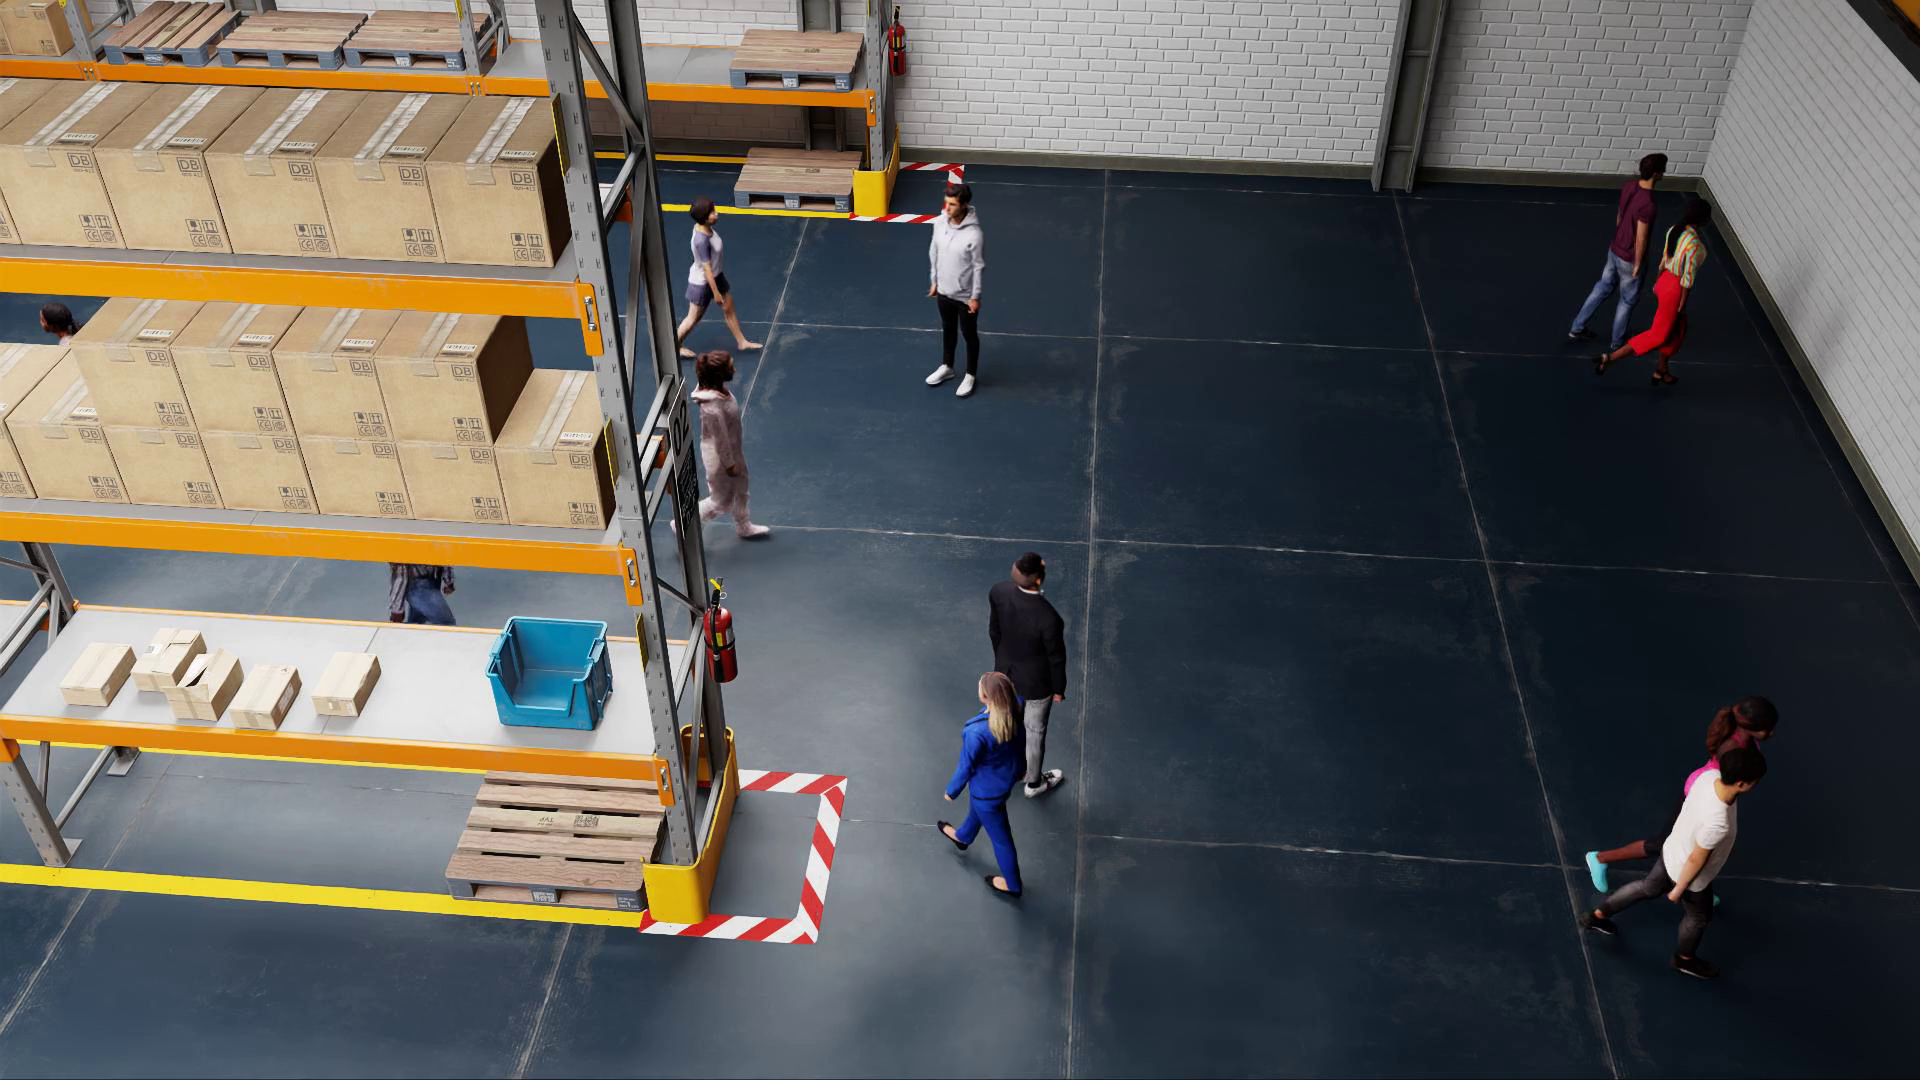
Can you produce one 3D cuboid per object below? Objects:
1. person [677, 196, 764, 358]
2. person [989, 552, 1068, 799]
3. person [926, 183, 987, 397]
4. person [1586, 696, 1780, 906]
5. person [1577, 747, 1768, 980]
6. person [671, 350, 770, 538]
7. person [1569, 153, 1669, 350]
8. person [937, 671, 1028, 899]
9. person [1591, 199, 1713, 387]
[{"bbox_3d":[-2.270,-2.240,14.415,1.054,1.521,0.635,0,39,0],"label":"person"},{"bbox_3d":[0.402,0.802,10.262,0.745,1.950,0.857,26,46,29],"label":"person"},{"bbox_3d":[-0.004,-2.126,13.945,0.715,1.929,0.829,25,45,28],"label":"person"},{"bbox_3d":[4.203,1.499,9.596,1.098,1.692,0.872,22,44,26],"label":"person"},{"bbox_3d":[3.997,1.758,9.274,1.071,1.688,0.737,7,39,8],"label":"person"},{"bbox_3d":[-1.834,-0.638,12.286,0.995,1.673,0.727,-4,39,-5],"label":"person"},{"bbox_3d":[5.782,-2.518,14.496,0.929,1.854,0.795,-7,39,-9],"label":"person"},{"bbox_3d":[0.270,1.458,9.659,1.065,1.678,0.914,23,44,26],"label":"person"},{"bbox_3d":[5.857,-2.017,13.941,1.112,1.763,0.709,-4,39,-5],"label":"person"}]
